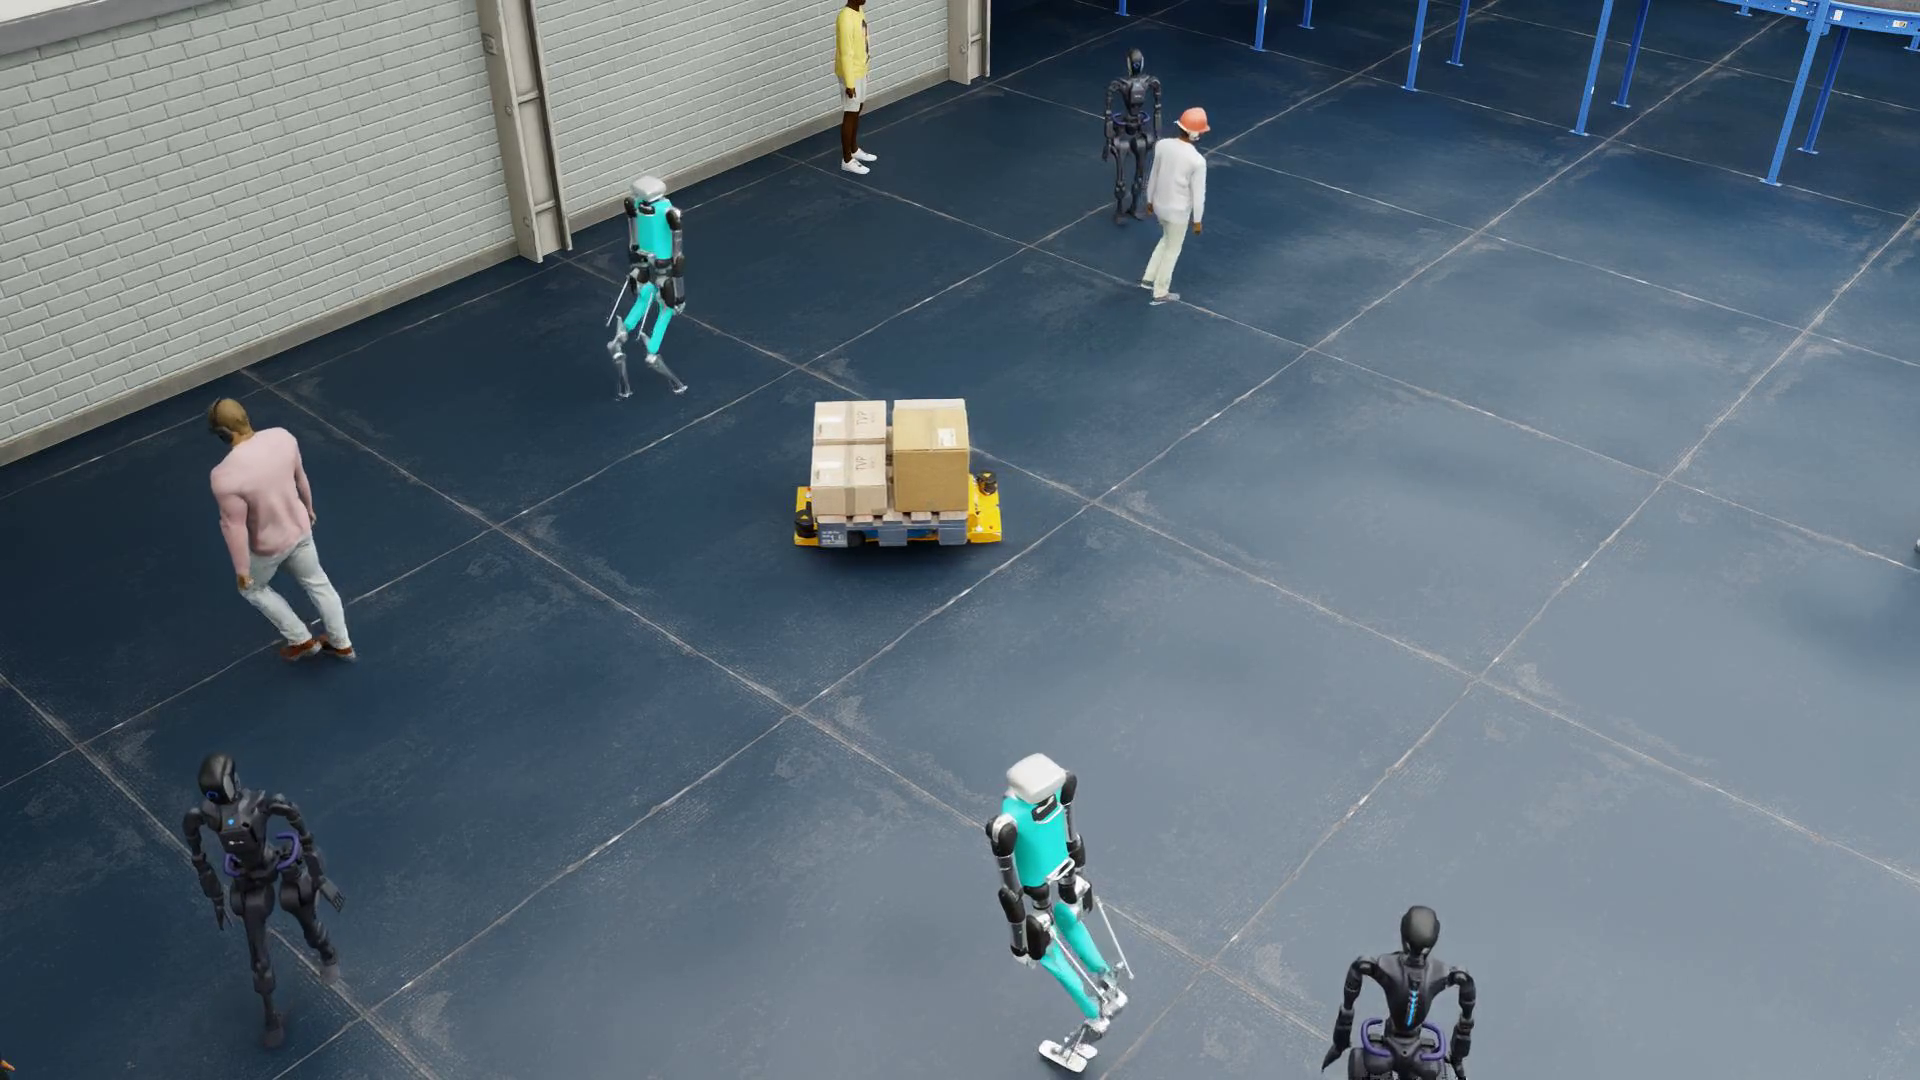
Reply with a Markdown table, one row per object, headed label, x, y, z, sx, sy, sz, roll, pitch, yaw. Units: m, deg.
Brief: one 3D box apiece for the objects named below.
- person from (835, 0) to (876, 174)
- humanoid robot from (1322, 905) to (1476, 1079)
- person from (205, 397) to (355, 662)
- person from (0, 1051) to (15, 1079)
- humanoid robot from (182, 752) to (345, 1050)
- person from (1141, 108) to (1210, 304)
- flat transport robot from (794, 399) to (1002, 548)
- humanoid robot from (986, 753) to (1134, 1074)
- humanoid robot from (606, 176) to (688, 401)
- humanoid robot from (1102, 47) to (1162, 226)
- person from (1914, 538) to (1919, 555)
| label | x | y | z | sx | sy | sz | roll | pitch | yaw |
| --- | --- | --- | --- | --- | --- | --- | --- | --- | --- |
| person | -1.051 | -4.599 | 16.440 | 0.356 | 1.898 | 0.556 | 6 | 36 | 9 |
| humanoid robot | 1.872 | 2.207 | 7.076 | 0.610 | 1.646 | 0.353 | 5 | 36 | 7 |
| person | -4.110 | -0.009 | 9.994 | 0.566 | 1.899 | 0.751 | 13 | 38 | 18 |
| person | -4.077 | 2.291 | 6.814 | 0.405 | 1.850 | 0.545 | -5 | 36 | -6 |
| humanoid robot | -3.266 | 1.645 | 7.892 | 0.608 | 1.645 | 0.628 | -6 | 36 | -9 |
| person | 1.841 | -2.820 | 14.090 | 0.464 | 1.725 | 0.581 | -20 | 40 | -25 |
| flat transport robot | -0.439 | -0.225 | 11.703 | 1.431 | 0.231 | 0.659 | -1 | 35 | -2 |
| humanoid robot | 0.520 | 1.787 | 7.591 | 0.776 | 1.733 | 0.530 | 27 | 43 | 32 |
| humanoid robot | -2.457 | -1.815 | 12.712 | 0.530 | 1.805 | 0.801 | 20 | 40 | 26 |
| humanoid robot | 1.608 | -3.747 | 15.432 | 0.589 | 1.654 | 0.329 | -8 | 36 | -12 |
| person | 6.781 | -0.663 | 10.967 | 0.564 | 1.837 | 0.393 | -16 | 39 | -21 |
